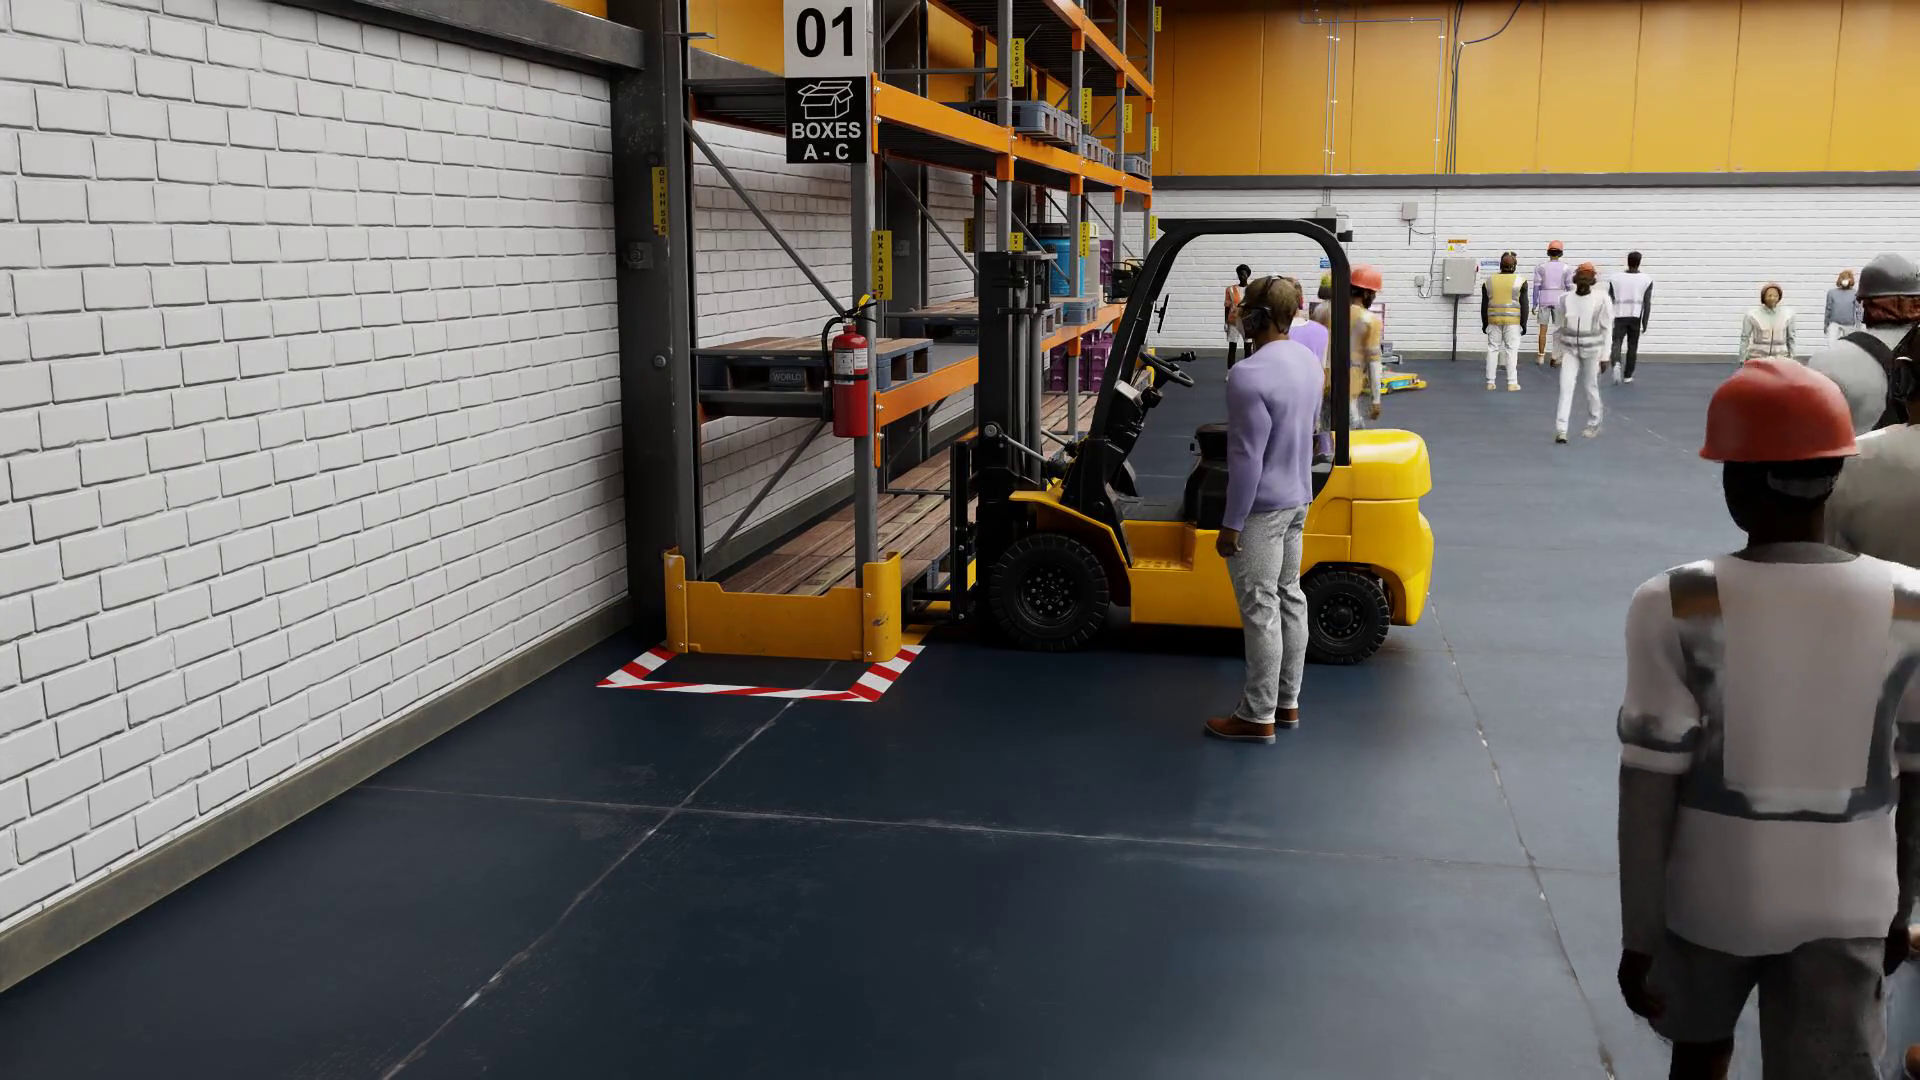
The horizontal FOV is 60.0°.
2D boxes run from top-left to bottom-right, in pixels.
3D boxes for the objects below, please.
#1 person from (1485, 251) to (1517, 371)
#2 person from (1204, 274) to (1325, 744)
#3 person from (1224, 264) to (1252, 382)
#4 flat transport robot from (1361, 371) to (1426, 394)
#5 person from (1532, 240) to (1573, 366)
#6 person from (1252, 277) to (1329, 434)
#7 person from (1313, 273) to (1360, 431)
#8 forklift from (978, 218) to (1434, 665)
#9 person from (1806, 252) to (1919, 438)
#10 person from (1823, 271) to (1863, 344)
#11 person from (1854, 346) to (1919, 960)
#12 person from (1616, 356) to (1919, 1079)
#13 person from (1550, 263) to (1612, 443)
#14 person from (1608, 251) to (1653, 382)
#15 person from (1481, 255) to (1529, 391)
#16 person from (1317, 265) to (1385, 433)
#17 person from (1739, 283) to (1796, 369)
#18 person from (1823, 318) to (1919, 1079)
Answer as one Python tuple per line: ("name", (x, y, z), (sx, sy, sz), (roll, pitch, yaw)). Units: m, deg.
("person", (8.530, -3.585, 26.085), (0.326, 1.872, 0.535), (-2, 10, -8))
("person", (1.262, -0.123, 6.903), (0.372, 1.940, 0.632), (7, 13, 36))
("person", (4.050, -3.106, 23.914), (0.532, 1.697, 0.320), (2, 11, 11))
("flat transport robot", (5.686, -2.140, 22.534), (0.652, 0.197, 1.431), (9, 14, 41))
("person", (9.660, -3.869, 27.148), (0.614, 2.041, 0.393), (3, 11, 17))
("person", (2.081, -0.743, 10.576), (0.564, 1.838, 0.390), (-6, 12, -29))
("person", (4.023, -2.020, 17.929), (0.488, 1.713, 0.848), (-4, 11, -22))
("forklift", (1.285, -0.567, 8.635), (2.313, 2.155, 1.214), (2, 11, 11))
("person", (3.939, -0.228, 7.193), (0.710, 2.000, 0.535), (1, 10, 7))
("person", (13.012, -3.166, 24.528), (0.516, 1.590, 0.861), (7, 13, 35))
("person", (2.650, 0.337, 4.656), (0.621, 1.841, 0.429), (1, 10, 3))
("person", (1.434, 0.628, 2.944), (0.554, 1.888, 1.010), (3, 11, 14))
("person", (6.371, -1.918, 17.057), (0.630, 1.837, 0.998), (7, 12, 33))
("person", (9.568, -3.187, 23.828), (0.597, 1.901, 0.767), (4, 11, 23))
("person", (7.452, -2.964, 22.745), (0.633, 1.841, 0.429), (7, 12, 32))
("person", (2.950, -1.133, 12.614), (0.966, 1.871, 0.550), (-8, 13, -36))
("person", (8.245, -1.808, 16.991), (0.550, 1.619, 0.476), (2, 11, 13))
("person", (2.230, 0.426, 3.895), (0.630, 1.940, 0.372), (1, 10, 6))
